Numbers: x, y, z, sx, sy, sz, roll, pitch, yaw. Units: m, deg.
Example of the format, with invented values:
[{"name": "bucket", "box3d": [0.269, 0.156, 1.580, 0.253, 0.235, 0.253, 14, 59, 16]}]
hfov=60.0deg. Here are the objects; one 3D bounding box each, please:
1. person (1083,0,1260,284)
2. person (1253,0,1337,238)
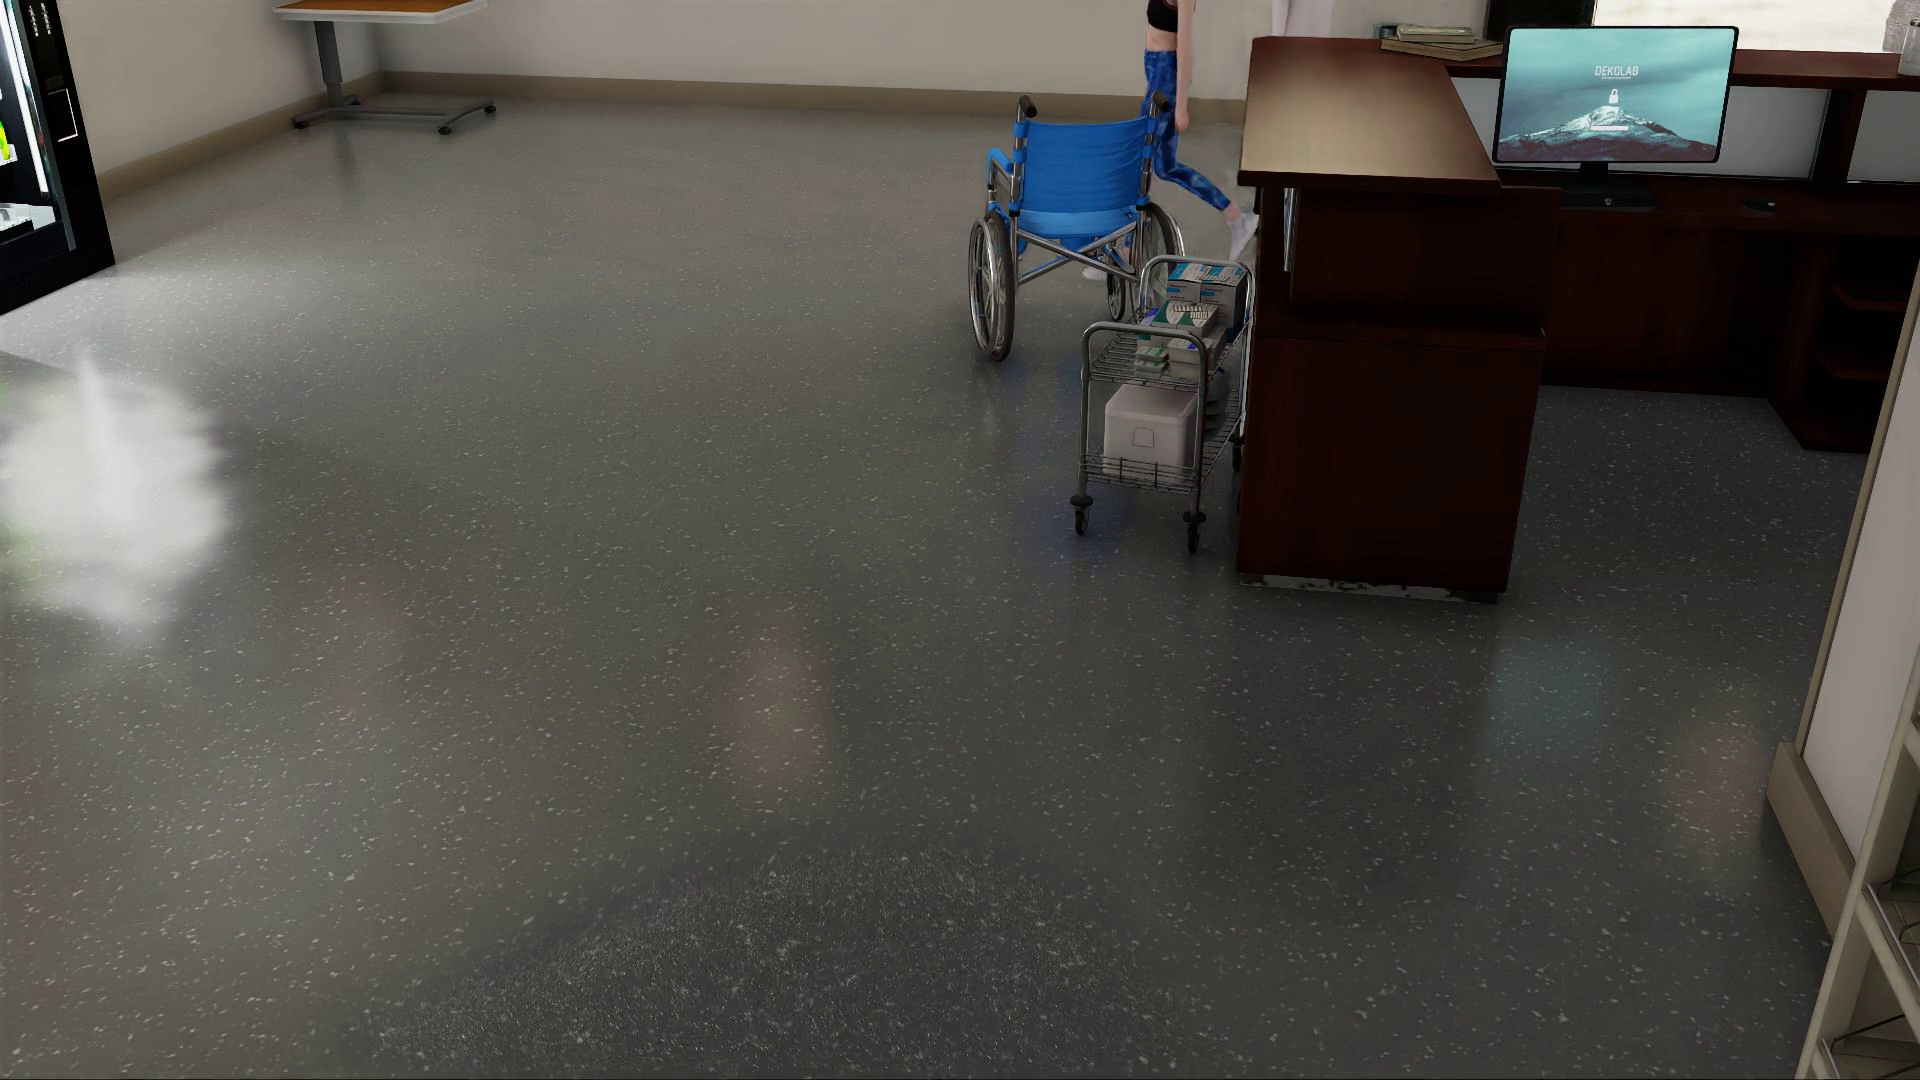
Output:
[{"name": "person", "box3d": [1.054, -2.062, 7.819, 0.727, 1.765, 1.056, 0, 26, 0]}, {"name": "person", "box3d": [1.753, -2.465, 8.607, 0.659, 1.807, 0.739, -20, 32, -35]}]
